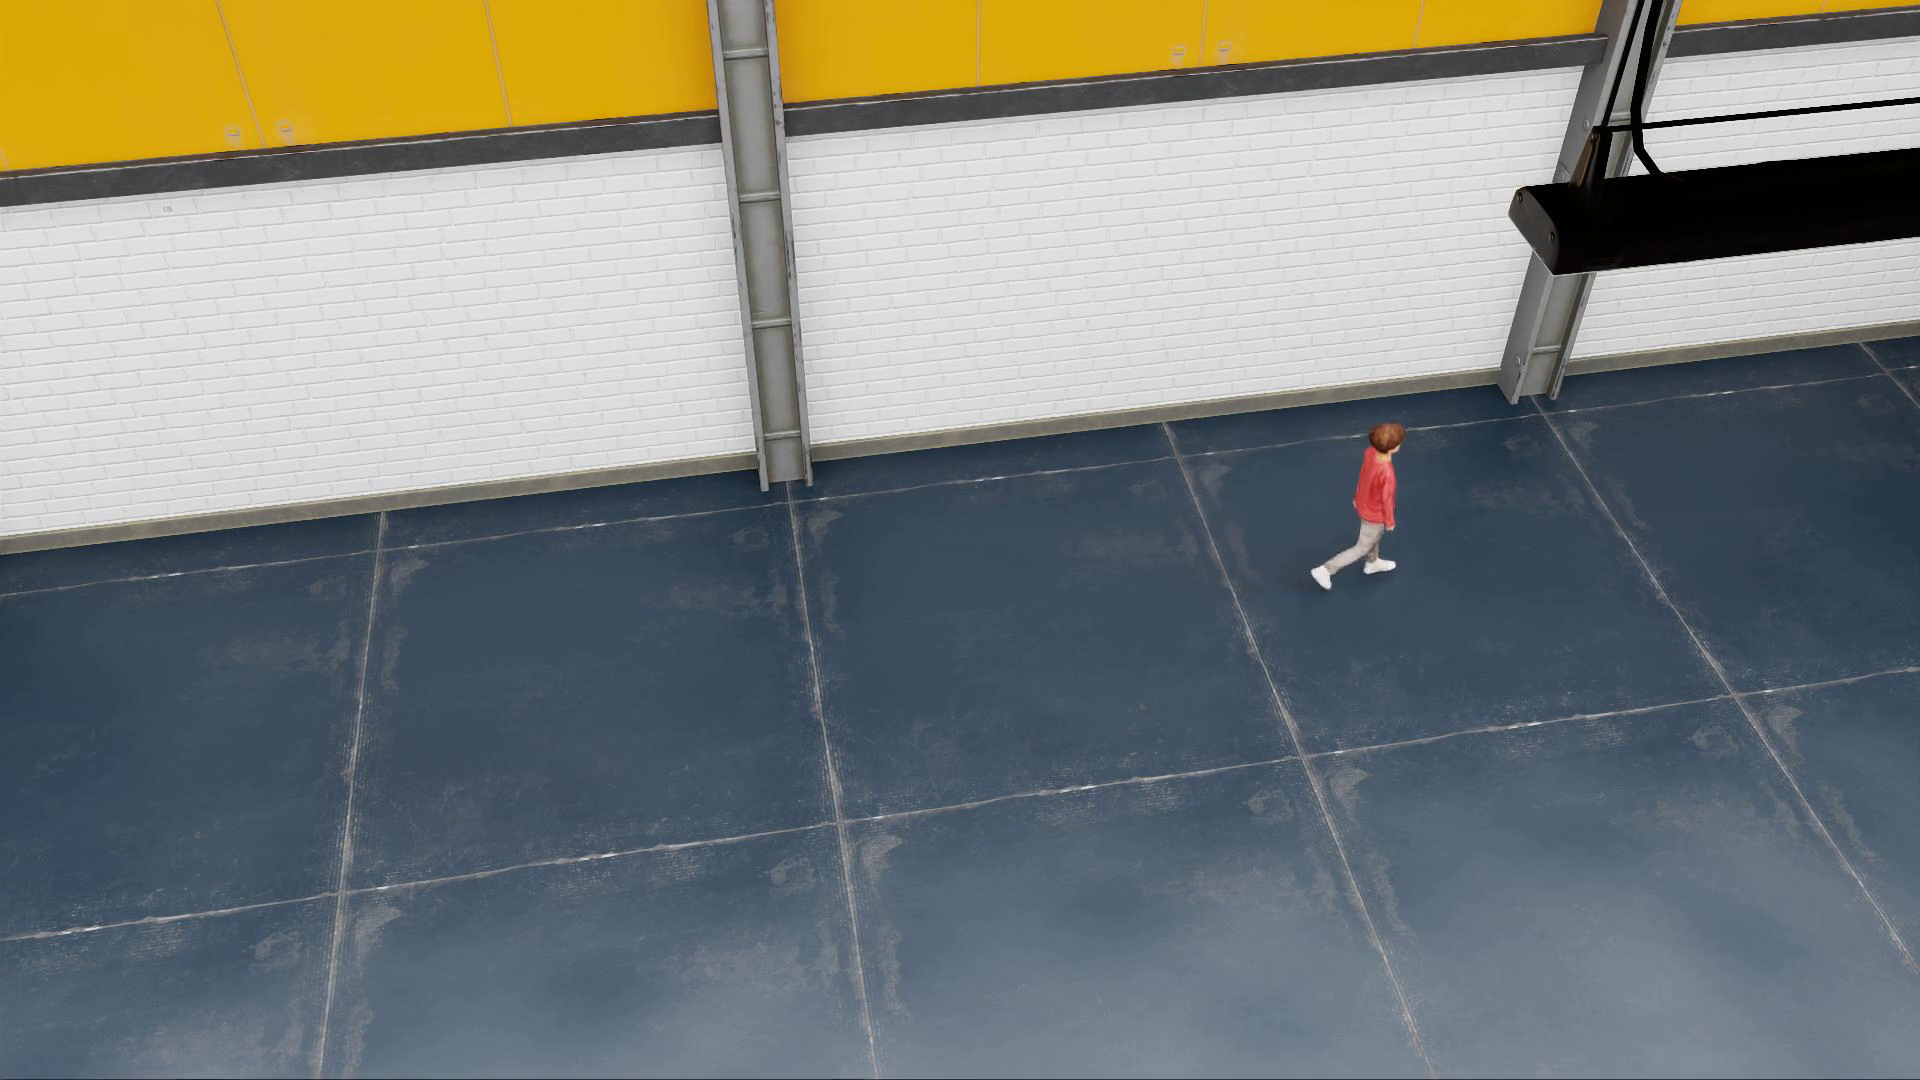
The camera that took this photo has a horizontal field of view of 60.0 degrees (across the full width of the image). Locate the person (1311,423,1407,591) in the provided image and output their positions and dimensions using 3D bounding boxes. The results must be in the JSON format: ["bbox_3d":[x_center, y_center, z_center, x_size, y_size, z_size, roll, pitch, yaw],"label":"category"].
[{"bbox_3d":[2.761,-0.203,11.359,0.892,1.398,0.522,-6,44,-6],"label":"person"}]
